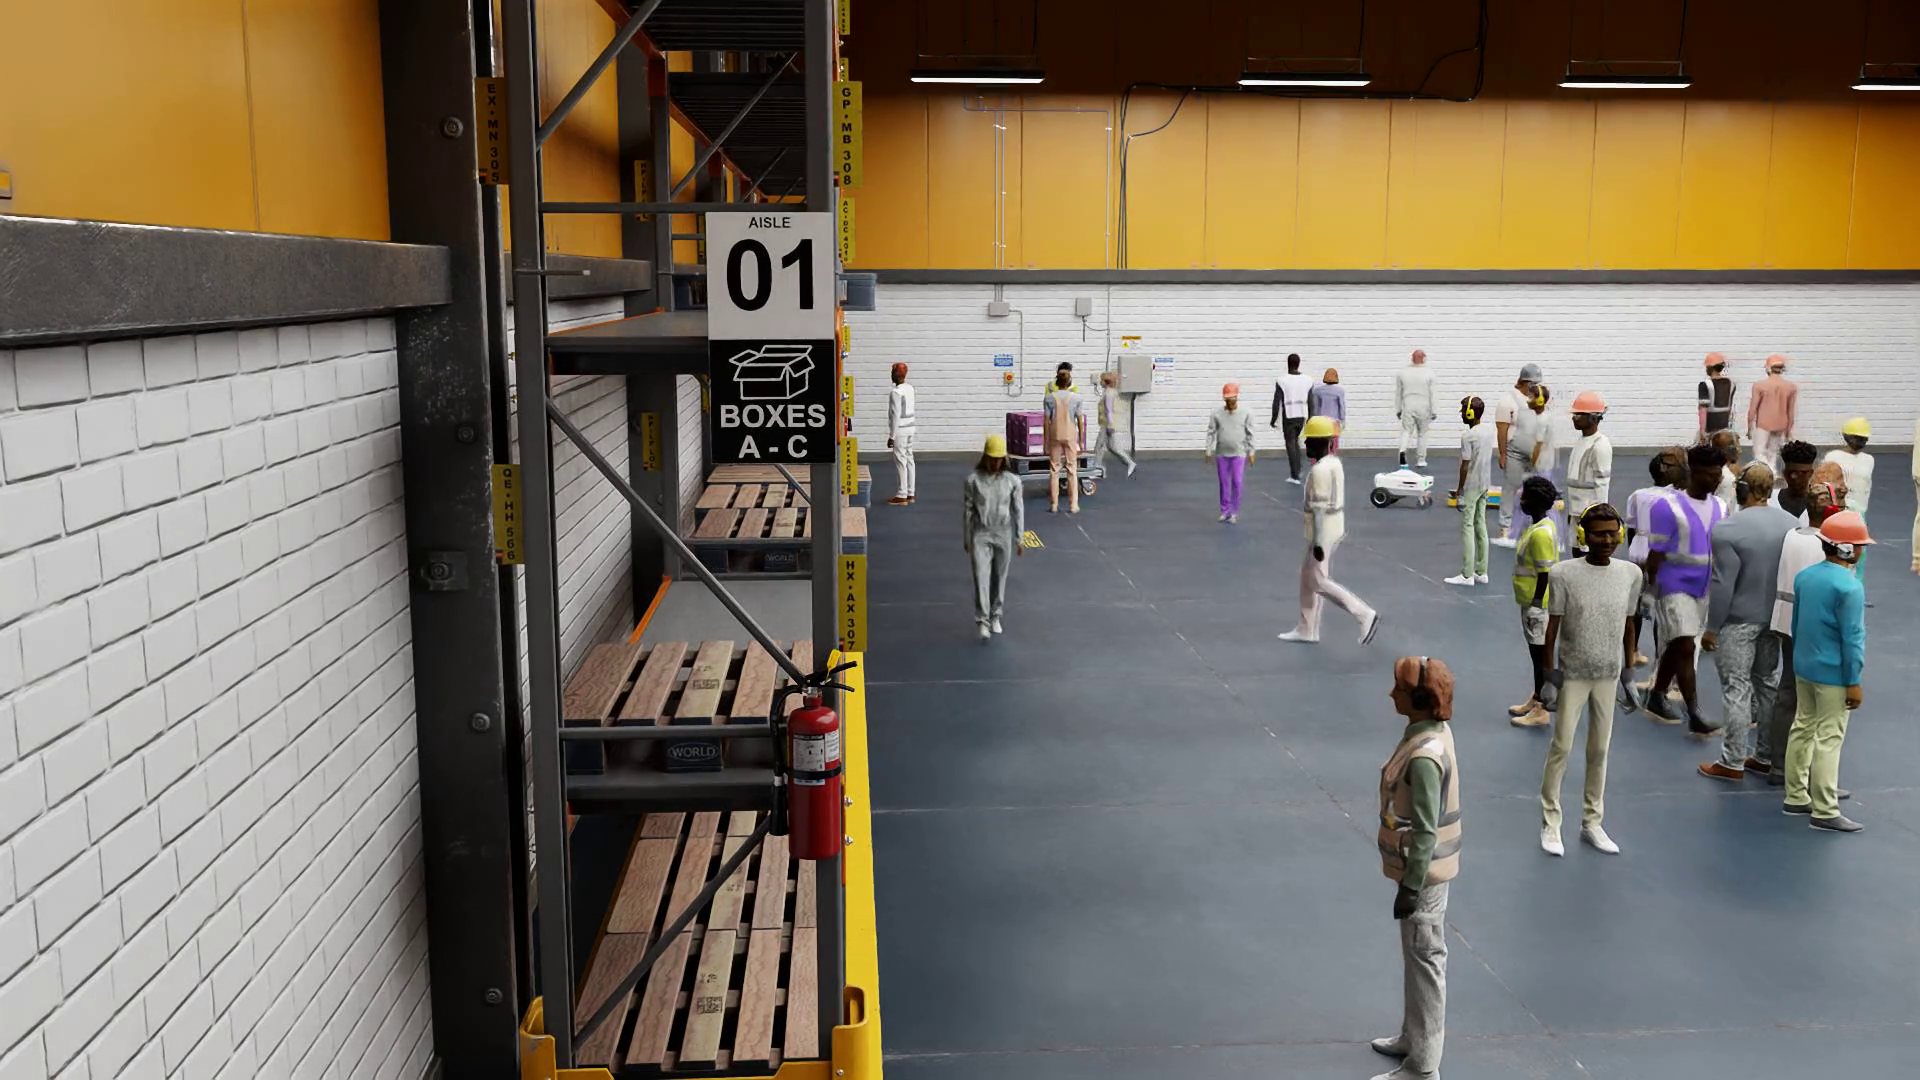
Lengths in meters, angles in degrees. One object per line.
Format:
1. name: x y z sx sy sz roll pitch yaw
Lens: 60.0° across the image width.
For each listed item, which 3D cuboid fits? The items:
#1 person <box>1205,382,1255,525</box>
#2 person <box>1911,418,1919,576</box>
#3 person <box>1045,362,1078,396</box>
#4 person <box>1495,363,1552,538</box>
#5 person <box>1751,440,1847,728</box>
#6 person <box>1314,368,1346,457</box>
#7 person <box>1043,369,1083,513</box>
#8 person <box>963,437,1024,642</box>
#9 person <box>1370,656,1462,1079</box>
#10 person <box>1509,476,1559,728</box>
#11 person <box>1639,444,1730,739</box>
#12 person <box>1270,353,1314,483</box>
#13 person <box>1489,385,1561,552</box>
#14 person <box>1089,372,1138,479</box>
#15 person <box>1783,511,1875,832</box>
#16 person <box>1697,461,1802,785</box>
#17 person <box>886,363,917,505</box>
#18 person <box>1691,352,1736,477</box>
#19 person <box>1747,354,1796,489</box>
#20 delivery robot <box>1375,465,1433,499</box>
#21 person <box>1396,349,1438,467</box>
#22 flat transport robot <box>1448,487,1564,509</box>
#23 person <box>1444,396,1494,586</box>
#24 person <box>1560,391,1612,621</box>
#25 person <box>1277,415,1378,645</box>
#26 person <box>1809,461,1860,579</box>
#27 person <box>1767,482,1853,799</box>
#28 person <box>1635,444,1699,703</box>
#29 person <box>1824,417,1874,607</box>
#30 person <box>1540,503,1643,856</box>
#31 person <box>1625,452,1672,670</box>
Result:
1. person: 3.286 -1.064 20.335 0.602 1.732 0.465 3 10 18
2. person: 9.887 -0.639 16.726 0.535 2.000 0.685 2 9 12
3. person: 1.578 -1.921 25.912 0.570 1.684 0.321 3 10 20
4. person: 6.510 -1.012 19.068 0.689 2.000 0.538 -2 9 -15
5. person: 5.487 0.312 10.996 0.613 1.961 0.371 8 12 40
6. person: 5.615 -1.795 25.252 0.507 1.636 0.276 7 11 36
7. person: 1.316 -1.257 21.223 0.517 1.843 0.325 1 9 5
8. person: 0.287 -0.004 13.818 0.495 1.690 0.908 -1 9 -6
9. person: 1.708 1.235 6.211 0.310 1.642 0.514 3 9 17
10. person: 3.875 0.414 11.195 0.317 1.695 0.540 3 9 17
11. person: 4.877 0.337 10.940 0.628 1.922 0.935 -4 10 -21
12. person: 4.853 -1.782 24.378 0.584 1.891 0.604 -3 10 -20
13. person: 6.228 -0.777 18.246 0.875 1.835 0.556 3 9 17
14. person: 2.247 -1.695 24.707 0.752 1.610 0.525 1 9 7
15. person: 4.795 0.710 9.154 0.334 1.753 0.562 0 9 -2
16. person: 4.704 0.494 9.932 0.629 1.939 0.374 -3 10 -19
17. person: -0.781 -1.403 22.022 0.354 1.883 0.573 4 10 25
18. person: 10.375 -1.583 22.849 0.617 1.997 1.063 -2 9 -15
19. person: 11.083 -1.542 22.676 0.627 1.966 0.708 0 9 0
20. delivery robot: 5.798 -0.739 21.713 0.707 0.478 0.477 5 10 30
21. person: 7.195 -2.073 26.224 0.659 1.884 0.713 6 11 33
22. flat transport robot: 7.149 -0.562 21.784 1.431 0.197 0.652 3 10 17
23. person: 5.019 -0.479 16.303 0.510 1.860 0.333 -8 12 -41
24. person: 5.361 -0.255 14.308 0.377 2.045 0.605 0 9 2
25. person: 3.023 -0.065 13.574 0.751 1.903 0.590 3 10 20
26. person: 6.559 0.211 12.661 0.498 1.634 0.278 7 11 36
27. person: 4.955 0.578 9.697 0.389 1.847 0.566 -2 9 -11
28. person: 5.099 0.236 11.844 0.327 1.844 0.514 -2 9 -12
29. person: 8.197 -0.291 15.497 0.529 1.736 0.802 -1 9 -7
30. person: 3.306 0.724 8.706 0.513 1.872 0.331 0 9 -3
31. person: 5.332 0.169 12.746 0.323 1.691 0.536 -5 10 -29
